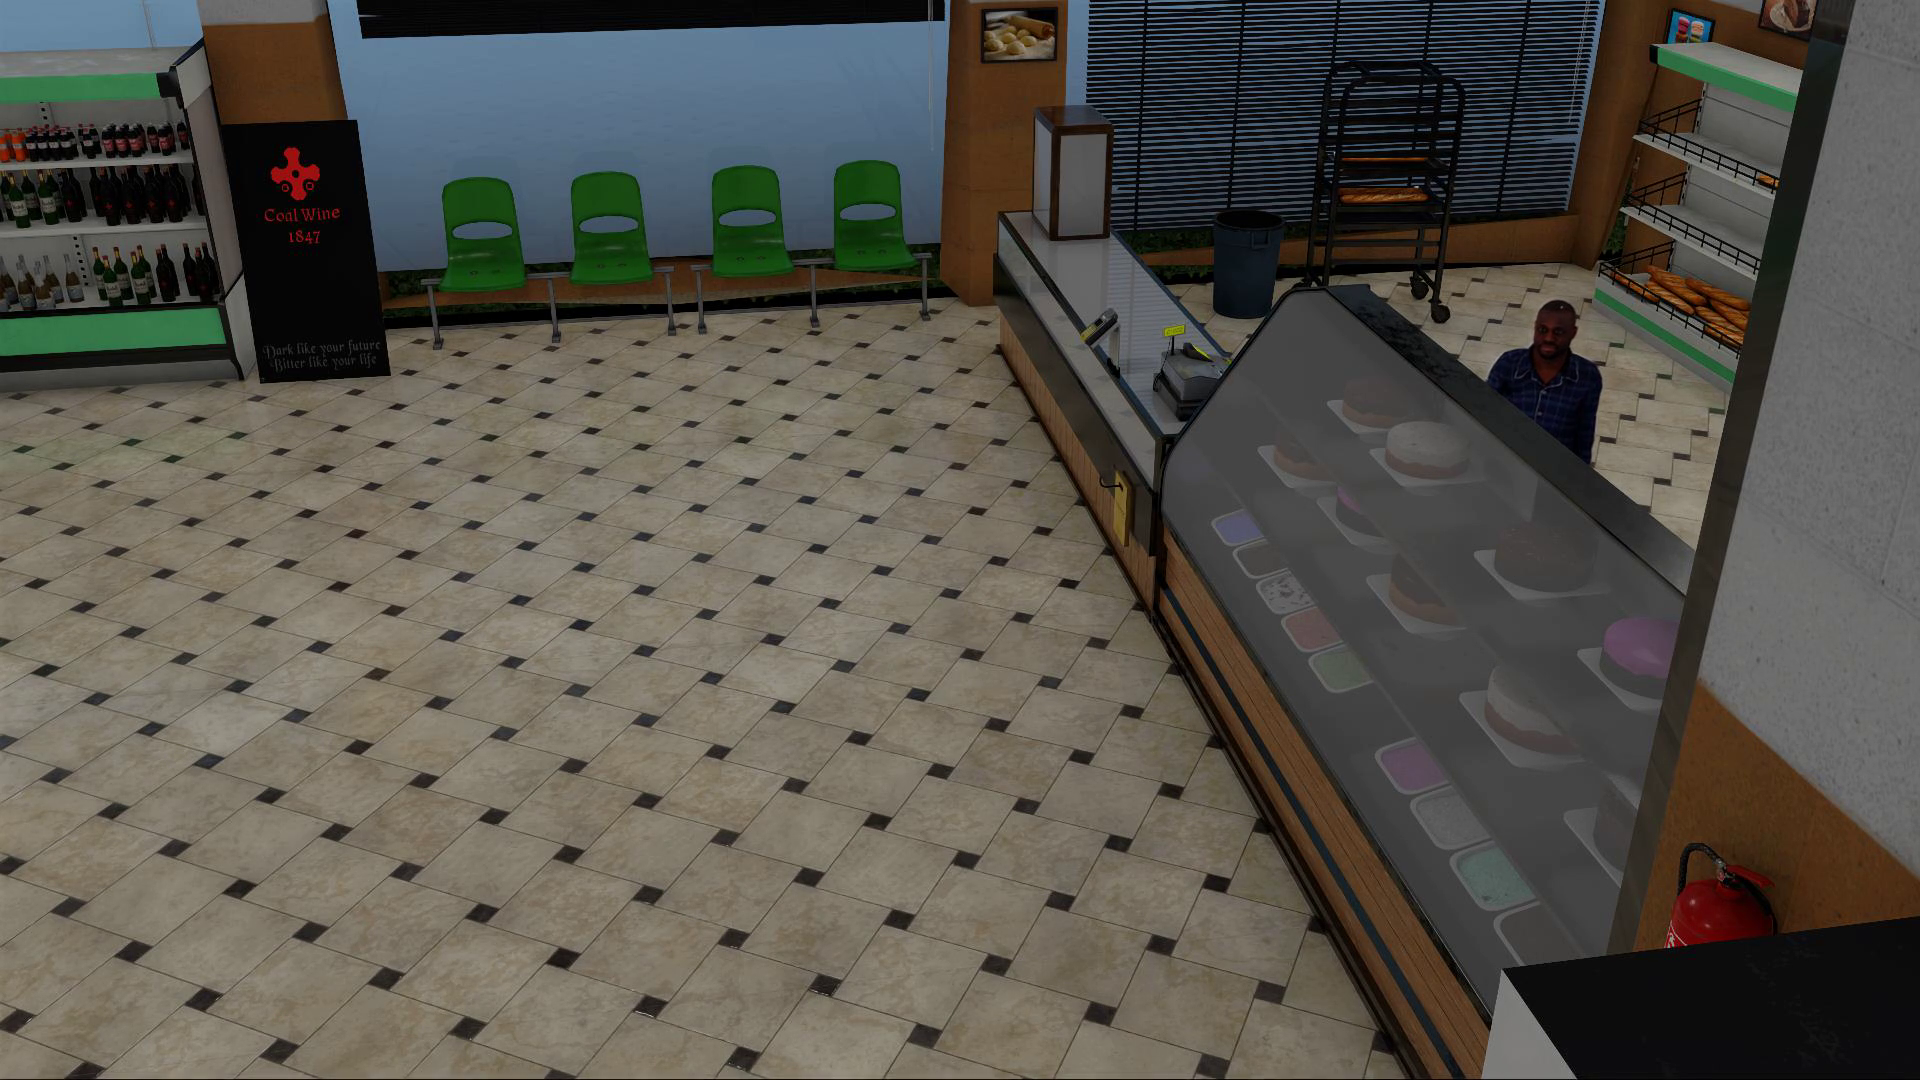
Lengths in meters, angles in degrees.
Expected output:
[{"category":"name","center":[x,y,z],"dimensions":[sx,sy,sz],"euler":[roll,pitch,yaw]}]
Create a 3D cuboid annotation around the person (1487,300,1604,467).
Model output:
[{"category":"person","center":[2.583,-0.227,7.576],"dimensions":[0.716,1.823,0.823],"euler":[10,29,20]}]
